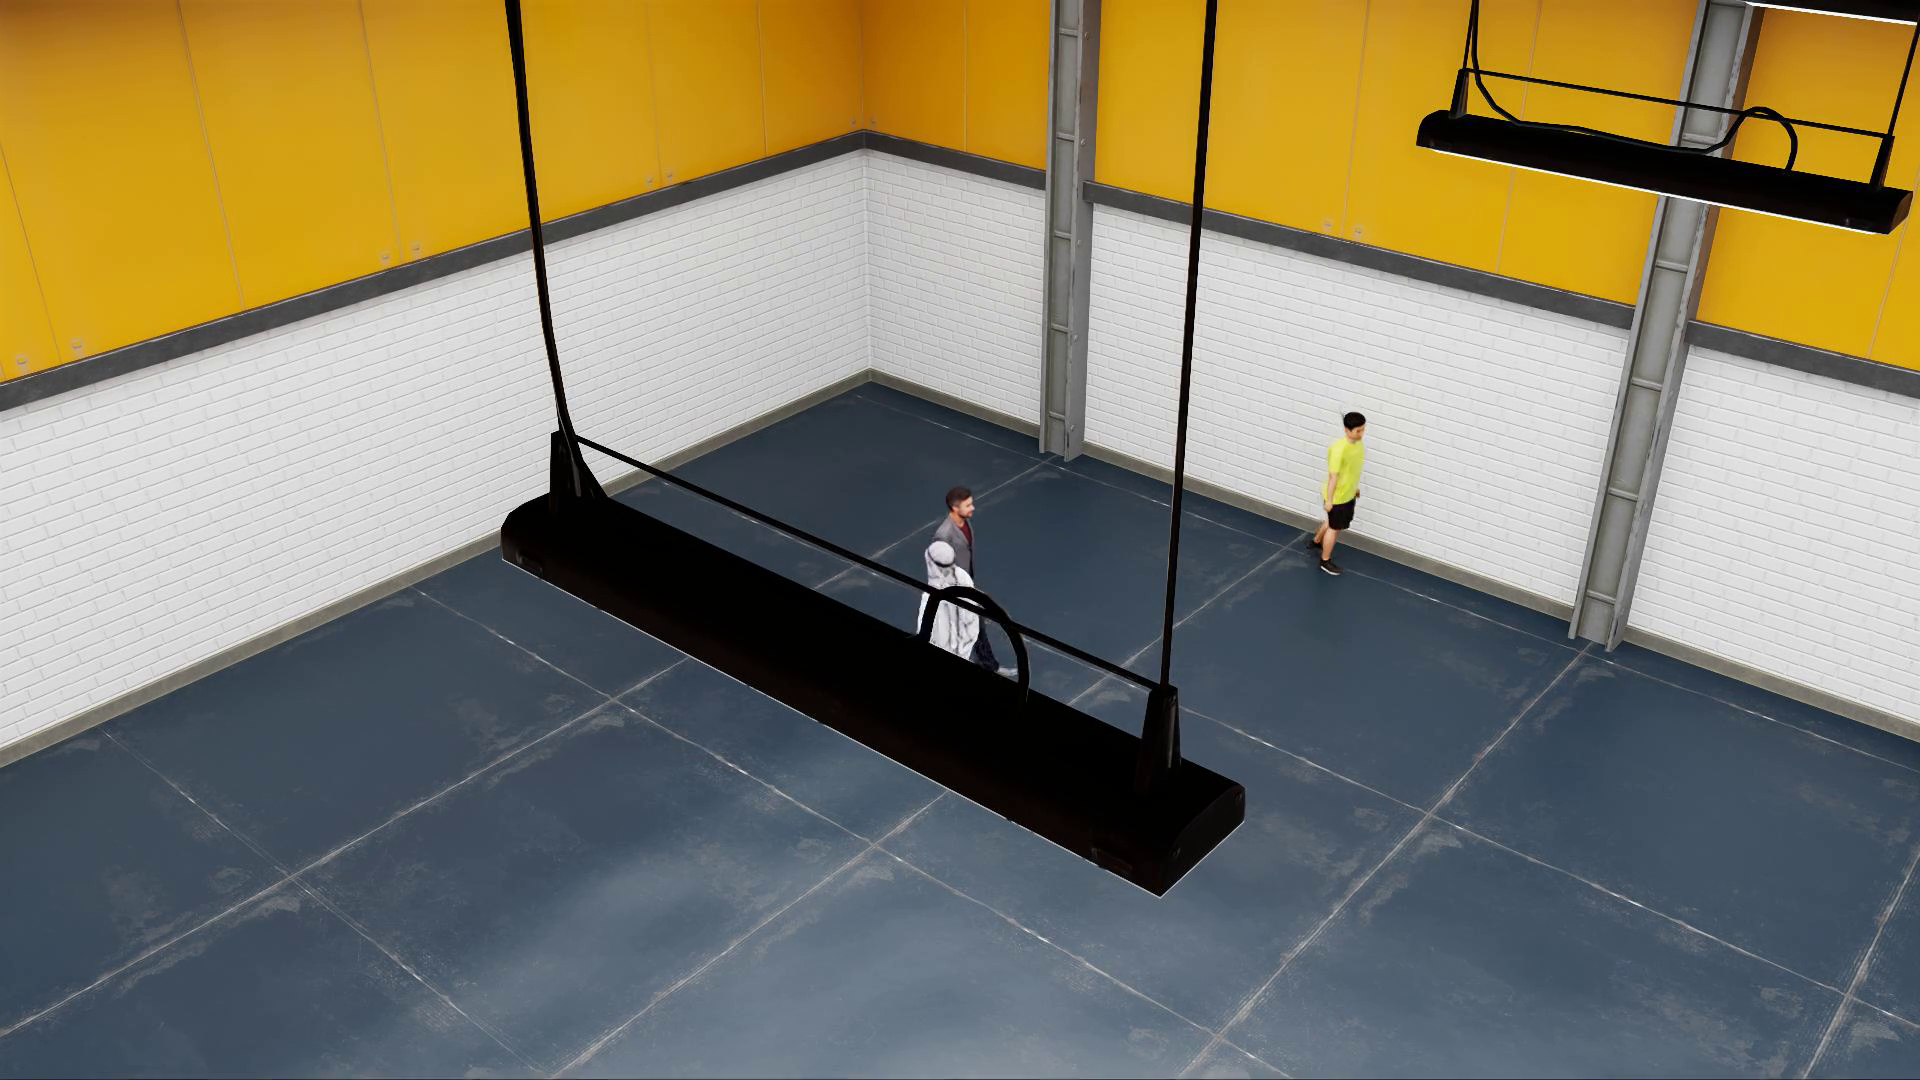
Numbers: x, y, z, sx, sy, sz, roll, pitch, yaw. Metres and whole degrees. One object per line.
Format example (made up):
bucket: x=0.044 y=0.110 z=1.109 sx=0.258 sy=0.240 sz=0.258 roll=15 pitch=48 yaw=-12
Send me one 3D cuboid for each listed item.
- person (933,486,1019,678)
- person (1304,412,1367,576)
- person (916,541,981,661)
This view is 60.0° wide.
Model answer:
person: x=-0.130 y=0.393 z=13.931 sx=1.275 sy=1.816 sz=0.934 roll=12 pitch=31 yaw=21
person: x=3.557 y=-0.467 z=15.646 sx=0.774 sy=1.684 sz=0.747 roll=14 pitch=32 yaw=24
person: x=-0.052 y=0.888 z=12.917 sx=0.755 sy=1.918 sz=0.680 roll=22 pitch=36 yaw=35
